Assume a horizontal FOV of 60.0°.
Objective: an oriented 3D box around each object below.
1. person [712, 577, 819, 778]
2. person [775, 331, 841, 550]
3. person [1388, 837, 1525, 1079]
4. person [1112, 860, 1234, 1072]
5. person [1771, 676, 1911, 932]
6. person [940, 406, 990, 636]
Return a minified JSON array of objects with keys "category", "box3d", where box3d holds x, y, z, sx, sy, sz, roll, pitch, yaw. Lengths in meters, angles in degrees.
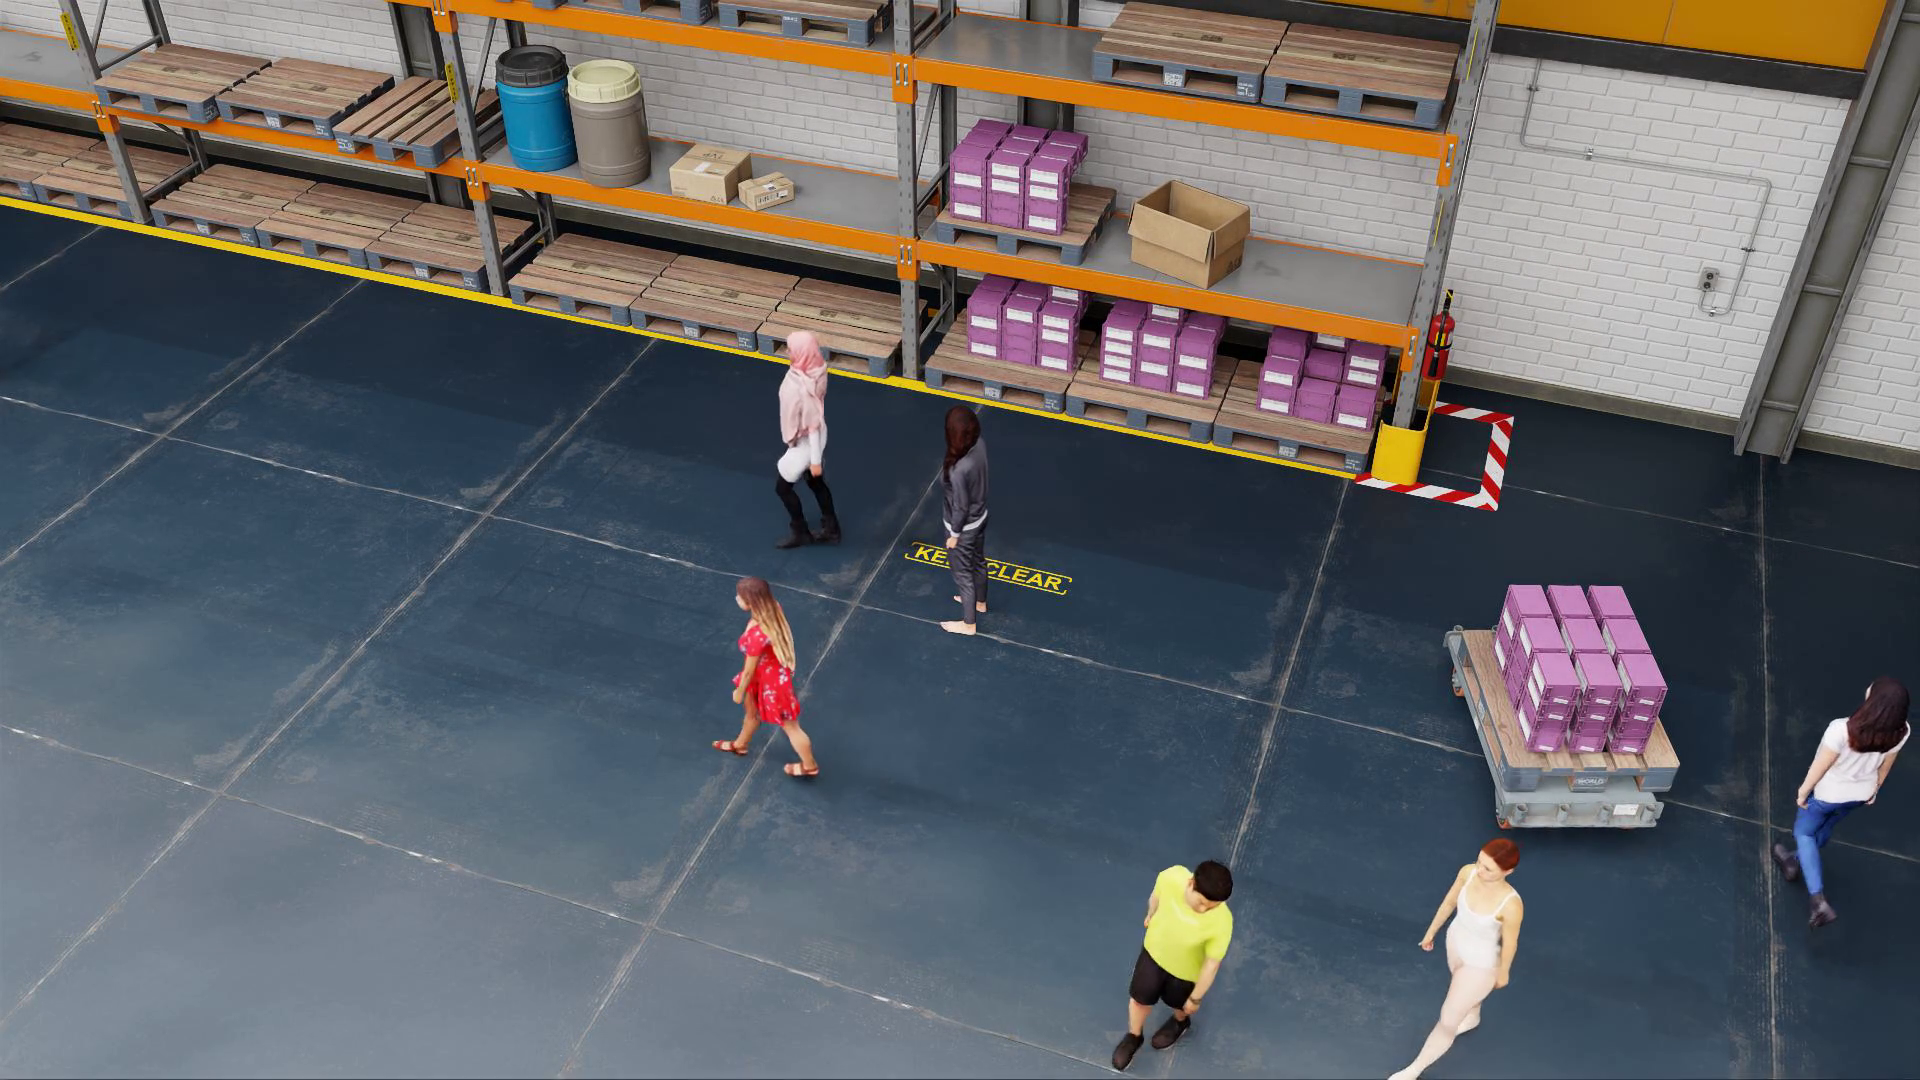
[{"category":"person","box3d":[-1.035,0.868,9.908,0.968,1.566,0.689,5,39,6]},{"category":"person","box3d":[-0.974,-0.671,11.658,0.829,1.789,0.773,-2,39,-3]},{"category":"person","box3d":[2.650,2.054,8.387,1.019,1.612,0.970,-18,42,-21]},{"category":"person","box3d":[1.108,2.043,8.370,0.889,1.650,0.822,-27,46,-30]},{"category":"person","box3d":[4.834,1.450,9.102,1.011,1.664,0.906,-1,39,-2]},{"category":"person","box3d":[0.049,-0.138,11.004,0.508,1.771,0.605,14,41,17]}]
